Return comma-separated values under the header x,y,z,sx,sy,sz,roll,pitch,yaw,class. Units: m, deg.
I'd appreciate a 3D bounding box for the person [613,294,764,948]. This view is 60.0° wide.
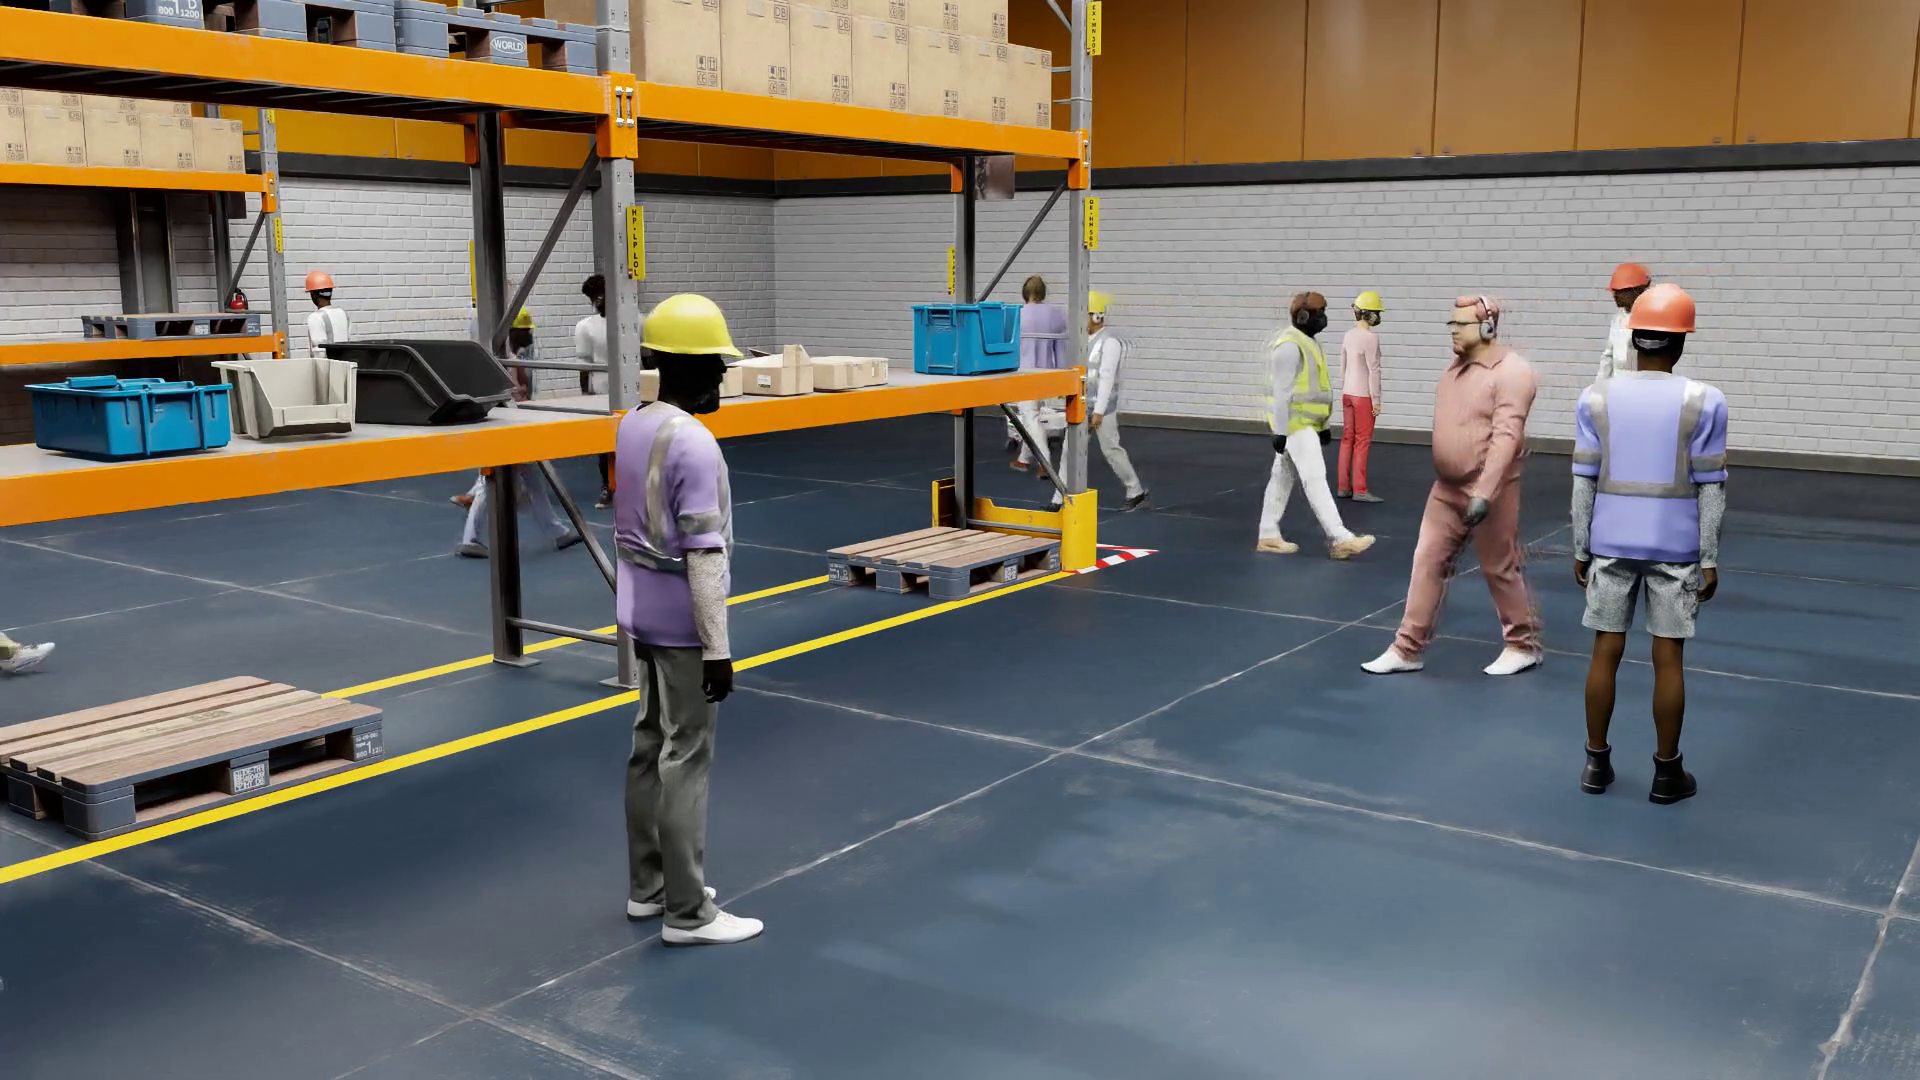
x,y,z,sx,sy,sz,roll,pitch,yaw,class
-0.821,0.237,4.963,0.385,1.925,0.591,-6,11,-31,person

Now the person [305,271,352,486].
x,y,z,sx,sy,sz,roll,pitch,yaw,class
-5.695,-1.450,14.996,0.376,1.933,0.545,2,10,11,person

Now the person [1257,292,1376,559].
x,y,z,sx,sy,sz,roll,pitch,yaw,class
2.444,-0.769,11.313,0.901,1.802,0.654,4,10,24,person

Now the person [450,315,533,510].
x,y,z,sx,sy,sz,roll,pitch,yaw,class
-3.797,-1.179,13.477,0.632,1.890,0.999,9,13,42,person

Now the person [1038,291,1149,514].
x,y,z,sx,sy,sz,roll,pitch,yaw,class
1.095,-1.077,13.197,0.910,1.799,0.582,-5,11,-30,person

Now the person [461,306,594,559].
x,y,z,sx,sy,sz,roll,pitch,yaw,class
-3.008,-0.732,11.346,0.920,1.717,0.525,-3,10,-17,person

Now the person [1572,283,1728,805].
x,y,z,sx,sy,sz,roll,pitch,yaw,class
2.570,0.019,6.234,0.542,1.938,0.358,6,11,33,person

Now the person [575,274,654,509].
x,y,z,sx,sy,sz,roll,pitch,yaw,class
-2.773,-1.208,13.640,0.725,1.932,0.386,-6,11,-30,person

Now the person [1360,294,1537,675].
x,y,z,sx,sy,sz,roll,pitch,yaw,class
2.451,-0.249,8.048,0.864,1.868,0.644,-4,10,-23,person

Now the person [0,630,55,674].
x,y,z,sx,sy,sz,roll,pitch,yaw,class
-4.902,-0.097,7.932,0.872,1.581,0.519,-8,12,-38,person

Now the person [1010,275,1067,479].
x,y,z,sx,sy,sz,roll,pitch,yaw,class
0.703,-1.527,15.603,0.626,1.900,1.025,-4,10,-23,person

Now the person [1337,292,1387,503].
x,y,z,sx,sy,sz,roll,pitch,yaw,class
3.392,-1.198,13.994,0.310,1.766,0.534,-3,10,-16,person

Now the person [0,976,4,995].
x,y,z,sx,sy,sz,roll,pitch,yaw,class
-2.803,0.399,4.320,0.624,1.819,0.424,8,12,38,person

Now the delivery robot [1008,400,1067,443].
x,y,z,sx,sy,sz,roll,pitch,yaw,class
0.843,-1.232,17.514,0.707,0.478,0.477,-8,12,-38,delivery robot

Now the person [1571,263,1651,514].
x,y,z,sx,sy,sz,roll,pitch,yaw,class
5.115,-1.133,12.906,0.908,2.002,0.618,0,10,0,person
